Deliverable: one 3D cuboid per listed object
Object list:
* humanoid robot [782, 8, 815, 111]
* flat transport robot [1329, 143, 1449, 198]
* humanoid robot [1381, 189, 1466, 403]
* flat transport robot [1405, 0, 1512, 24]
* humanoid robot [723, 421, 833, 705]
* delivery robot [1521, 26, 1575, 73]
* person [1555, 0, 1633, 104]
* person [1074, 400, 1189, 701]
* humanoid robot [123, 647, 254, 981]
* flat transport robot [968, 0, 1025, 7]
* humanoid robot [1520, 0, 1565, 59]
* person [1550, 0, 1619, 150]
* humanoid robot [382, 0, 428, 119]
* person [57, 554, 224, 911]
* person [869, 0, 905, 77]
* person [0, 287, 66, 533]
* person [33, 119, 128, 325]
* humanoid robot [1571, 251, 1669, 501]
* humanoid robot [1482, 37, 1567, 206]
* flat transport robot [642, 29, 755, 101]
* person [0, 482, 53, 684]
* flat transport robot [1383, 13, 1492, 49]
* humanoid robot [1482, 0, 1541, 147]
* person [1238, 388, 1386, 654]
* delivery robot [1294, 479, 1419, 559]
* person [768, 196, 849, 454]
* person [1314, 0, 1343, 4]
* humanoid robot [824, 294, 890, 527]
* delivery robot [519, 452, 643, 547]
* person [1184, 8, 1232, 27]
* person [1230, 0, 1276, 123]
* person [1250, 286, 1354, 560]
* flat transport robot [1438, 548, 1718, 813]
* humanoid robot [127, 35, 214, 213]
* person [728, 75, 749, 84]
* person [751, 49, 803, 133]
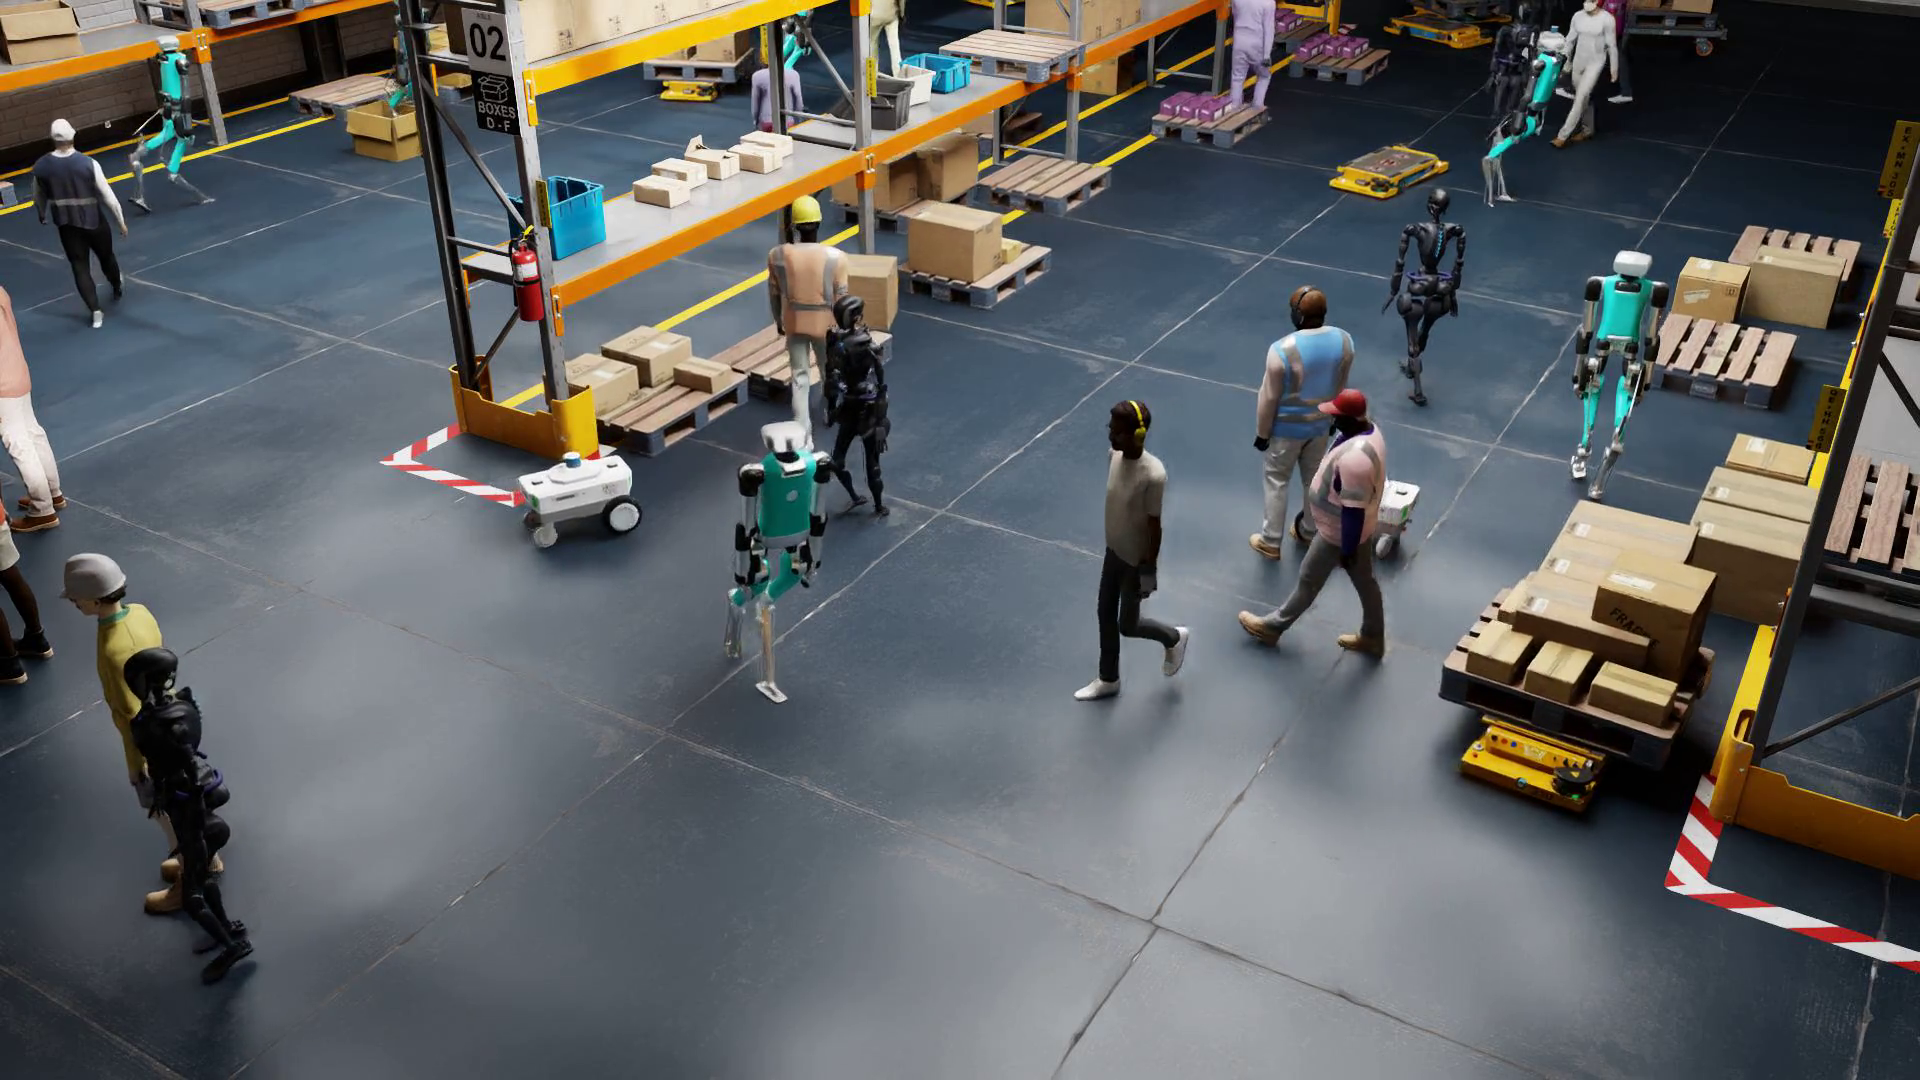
[{"bbox_3d":[-2.095,-6.042,20.124,0.733,1.764,0.530,-23,37,-35],"label":"humanoid robot"},{"bbox_3d":[4.664,-4.001,18.020,0.659,0.231,1.431,24,37,36],"label":"flat transport robot"},{"bbox_3d":[3.616,-1.931,12.982,0.610,1.627,0.781,-4,30,-7],"label":"humanoid robot"},{"bbox_3d":[7.432,-7.821,24.777,1.431,0.231,0.659,-10,31,-17],"label":"flat transport robot"},{"bbox_3d":[-1.117,0.058,9.409,0.561,1.810,0.914,-16,33,-26],"label":"humanoid robot"},{"bbox_3d":[7.925,-6.588,22.325,0.514,0.614,0.785,-4,30,-6],"label":"delivery robot"},{"bbox_3d":[8.018,-6.324,20.587,0.996,1.787,0.525,20,35,32],"label":"person"},{"bbox_3d":[0.988,0.063,9.214,0.616,1.857,0.516,-16,33,-27],"label":"person"},{"bbox_3d":[-3.460,1.187,7.402,0.352,1.648,0.585,-24,38,-36],"label":"humanoid robot"},{"bbox_3d":[0.876,-8.593,26.143,1.431,0.231,0.659,-22,36,-34],"label":"flat transport robot"},{"bbox_3d":[7.895,-7.348,22.512,0.587,1.645,0.416,-5,30,-9],"label":"humanoid robot"},{"bbox_3d":[7.084,-5.361,18.836,0.966,1.839,0.593,-21,35,-32],"label":"person"},{"bbox_3d":[-6.323,-5.243,18.736,0.789,1.790,0.530,8,30,14],"label":"humanoid robot"},{"bbox_3d":[-3.776,0.888,7.738,0.415,1.882,0.489,-5,30,-9],"label":"person"},{"bbox_3d":[-1.012,-6.767,21.455,0.650,1.692,0.857,-12,31,-19],"label":"person"},{"bbox_3d":[-6.329,-1.012,10.981,0.378,1.994,0.616,-6,30,-11],"label":"person"},{"bbox_3d":[-7.627,-2.799,14.436,0.711,1.701,0.942,-10,31,-17],"label":"person"},{"bbox_3d":[4.411,-1.038,11.288,0.544,1.767,0.920,10,31,17],"label":"humanoid robot"},{"bbox_3d":[5.683,-4.285,17.042,0.554,1.768,0.760,-24,37,-36],"label":"humanoid robot"},{"bbox_3d":[-3.332,-5.918,21.410,0.659,0.231,1.431,4,30,7],"label":"flat transport robot"},{"bbox_3d":[-5.596,-0.086,9.371,0.364,1.963,0.610,4,30,8],"label":"person"},{"bbox_3d":[6.852,-7.308,23.870,0.659,0.231,1.431,-20,35,-31],"label":"flat transport robot"},{"bbox_3d":[6.267,-5.312,18.914,0.601,1.648,0.339,-6,30,-10],"label":"humanoid robot"},{"bbox_3d":[2.152,-0.107,9.667,0.887,1.706,0.602,12,31,20],"label":"person"},{"bbox_3d":[2.632,-0.237,11.076,0.772,0.601,0.499,14,32,23],"label":"delivery robot"},{"bbox_3d":[-1.084,-1.589,12.121,0.590,1.872,0.963,1,29,1],"label":"person"},{"bbox_3d":[5.775,-9.208,25.648,0.616,1.836,0.432,21,36,32],"label":"person"},{"bbox_3d":[-0.655,-0.855,11.029,0.591,1.648,0.363,25,38,37],"label":"humanoid robot"},{"bbox_3d":[-2.563,-0.307,11.198,0.802,0.598,0.499,-15,33,-25],"label":"delivery robot"},{"bbox_3d":[3.631,-8.435,24.410,0.930,1.694,0.570,-24,38,-36],"label":"person"},{"bbox_3d":[3.493,-5.800,19.582,0.631,1.864,0.707,22,36,33],"label":"person"},{"bbox_3d":[2.166,-0.742,10.670,0.635,1.836,0.430,-12,32,-20],"label":"person"},{"bbox_3d":[3.349,0.972,9.223,0.659,0.231,1.431,19,35,30],"label":"flat transport robot"},{"bbox_3d":[-8.173,-4.128,16.812,0.530,1.775,1.016,24,38,36],"label":"humanoid robot"},{"bbox_3d":[-3.010,-6.888,21.435,0.432,1.944,0.481,9,31,15],"label":"person"},{"bbox_3d":[-1.905,-4.409,17.393,0.535,1.608,0.476,0,29,0],"label":"person"}]
